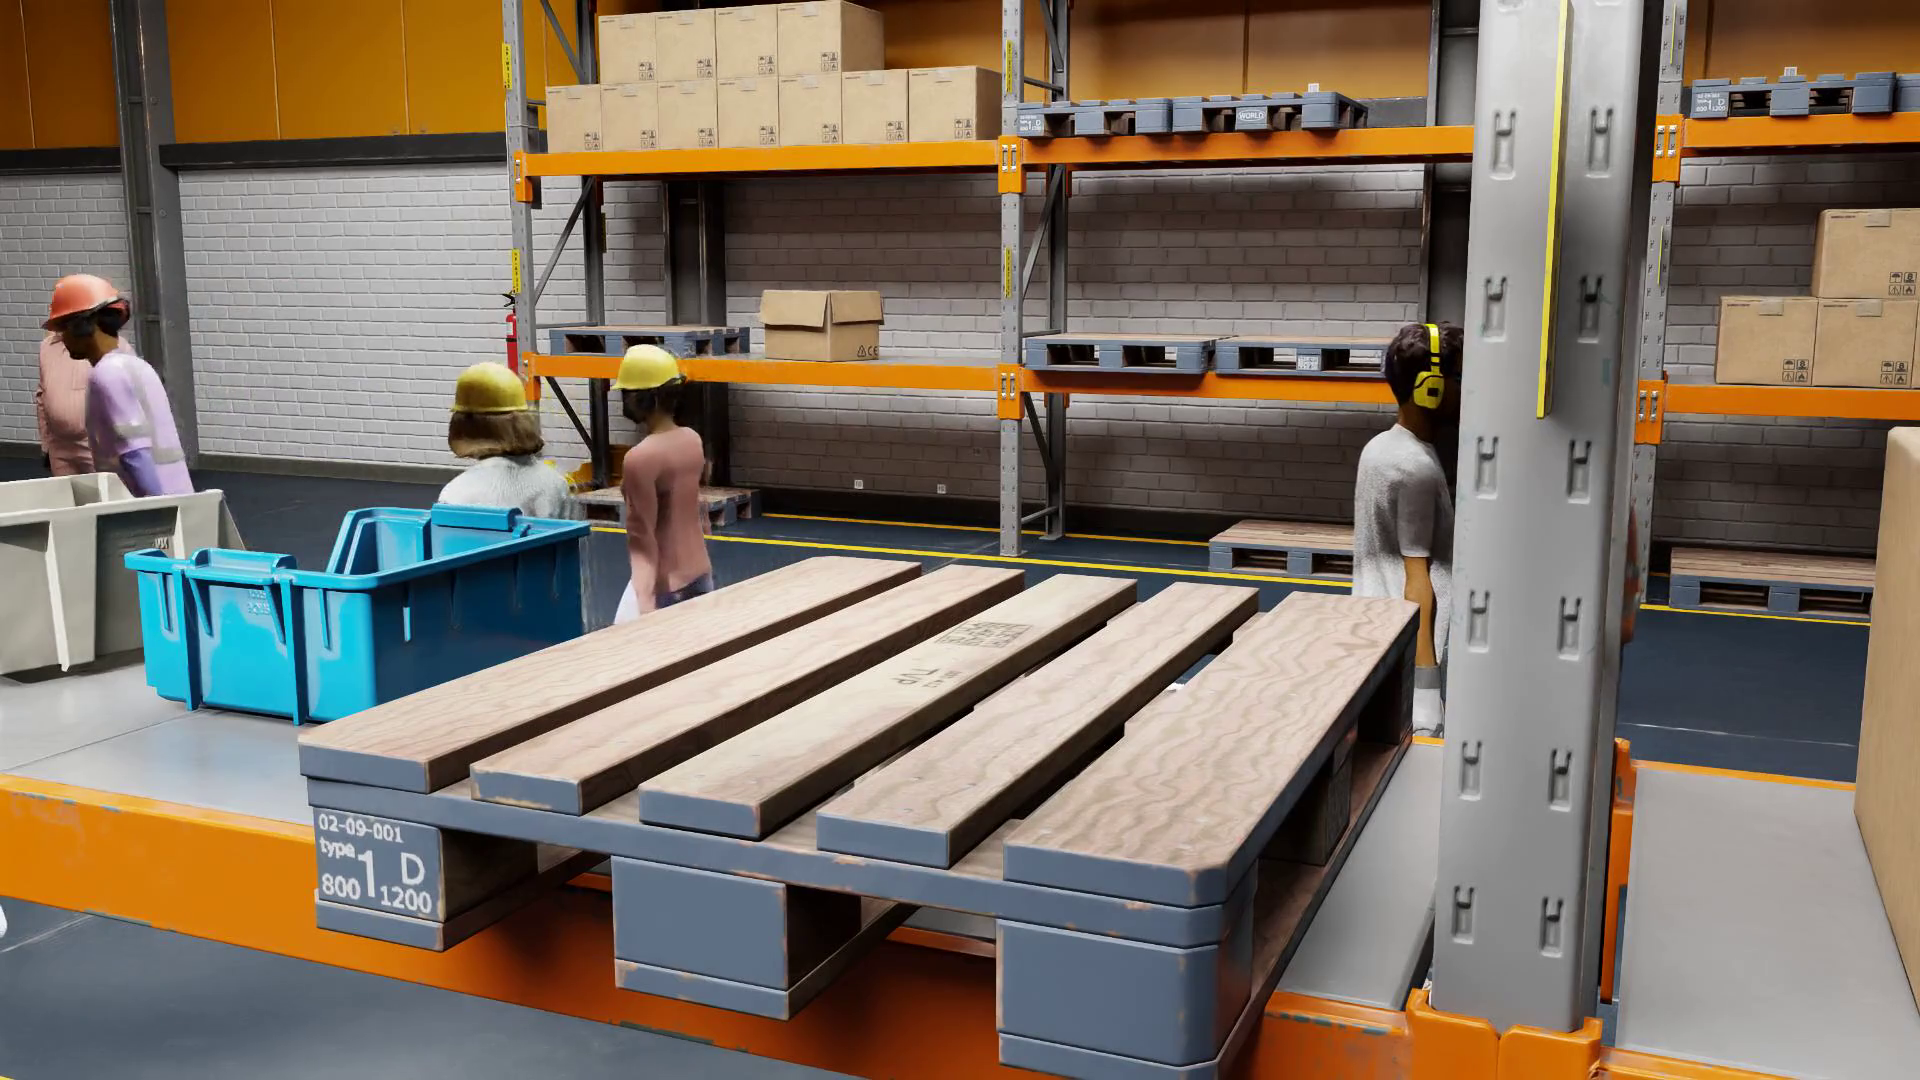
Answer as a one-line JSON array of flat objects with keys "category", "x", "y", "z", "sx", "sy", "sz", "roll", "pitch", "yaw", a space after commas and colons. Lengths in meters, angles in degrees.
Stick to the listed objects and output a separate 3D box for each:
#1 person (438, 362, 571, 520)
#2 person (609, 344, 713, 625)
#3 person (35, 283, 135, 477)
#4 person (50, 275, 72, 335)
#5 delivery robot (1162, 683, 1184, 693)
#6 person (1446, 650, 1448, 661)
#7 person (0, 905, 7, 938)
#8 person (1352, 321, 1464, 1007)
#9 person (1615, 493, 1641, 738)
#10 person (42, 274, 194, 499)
[{"category": "person", "x": -1.394, "y": 0.329, "z": 5.050, "sx": 0.361, "sy": 1.730, "sz": 0.486, "roll": 5, "pitch": 11, "yaw": 27}, {"category": "person", "x": -1.101, "y": 0.138, "z": 6.184, "sx": 0.839, "sy": 1.731, "sz": 0.530, "roll": 4, "pitch": 10, "yaw": 23}, {"category": "person", "x": -5.203, "y": -0.569, "z": 9.883, "sx": 0.641, "sy": 1.908, "sz": 0.407, "roll": 2, "pitch": 10, "yaw": 12}, {"category": "person", "x": -6.058, "y": -0.851, "z": 11.478, "sx": 0.376, "sy": 1.935, "sz": 0.550, "roll": -6, "pitch": 11, "yaw": -31}, {"category": "delivery robot", "x": 0.570, "y": 0.643, "z": 6.378, "sx": 0.707, "sy": 0.478, "sz": 0.477, "roll": 7, "pitch": 12, "yaw": 36}, {"category": "person", "x": 2.570, "y": -0.124, "z": 7.483, "sx": 0.725, "sy": 1.828, "sz": 0.509, "roll": -6, "pitch": 11, "yaw": -33}, {"category": "person", "x": -3.055, "y": 0.400, "z": 4.896, "sx": 0.501, "sy": 1.631, "sz": 0.287, "roll": -4, "pitch": 10, "yaw": -21}, {"category": "person", "x": 1.227, "y": 0.341, "z": 4.553, "sx": 0.312, "sy": 1.866, "sz": 0.538, "roll": 0, "pitch": 9, "yaw": 1}, {"category": "person", "x": 2.026, "y": 0.316, "z": 5.383, "sx": 0.311, "sy": 1.639, "sz": 0.522, "roll": 3, "pitch": 10, "yaw": 17}, {"category": "person", "x": -3.381, "y": -0.082, "z": 6.775, "sx": 1.002, "sy": 1.964, "sz": 0.622, "roll": -1, "pitch": 10, "yaw": -9}]
